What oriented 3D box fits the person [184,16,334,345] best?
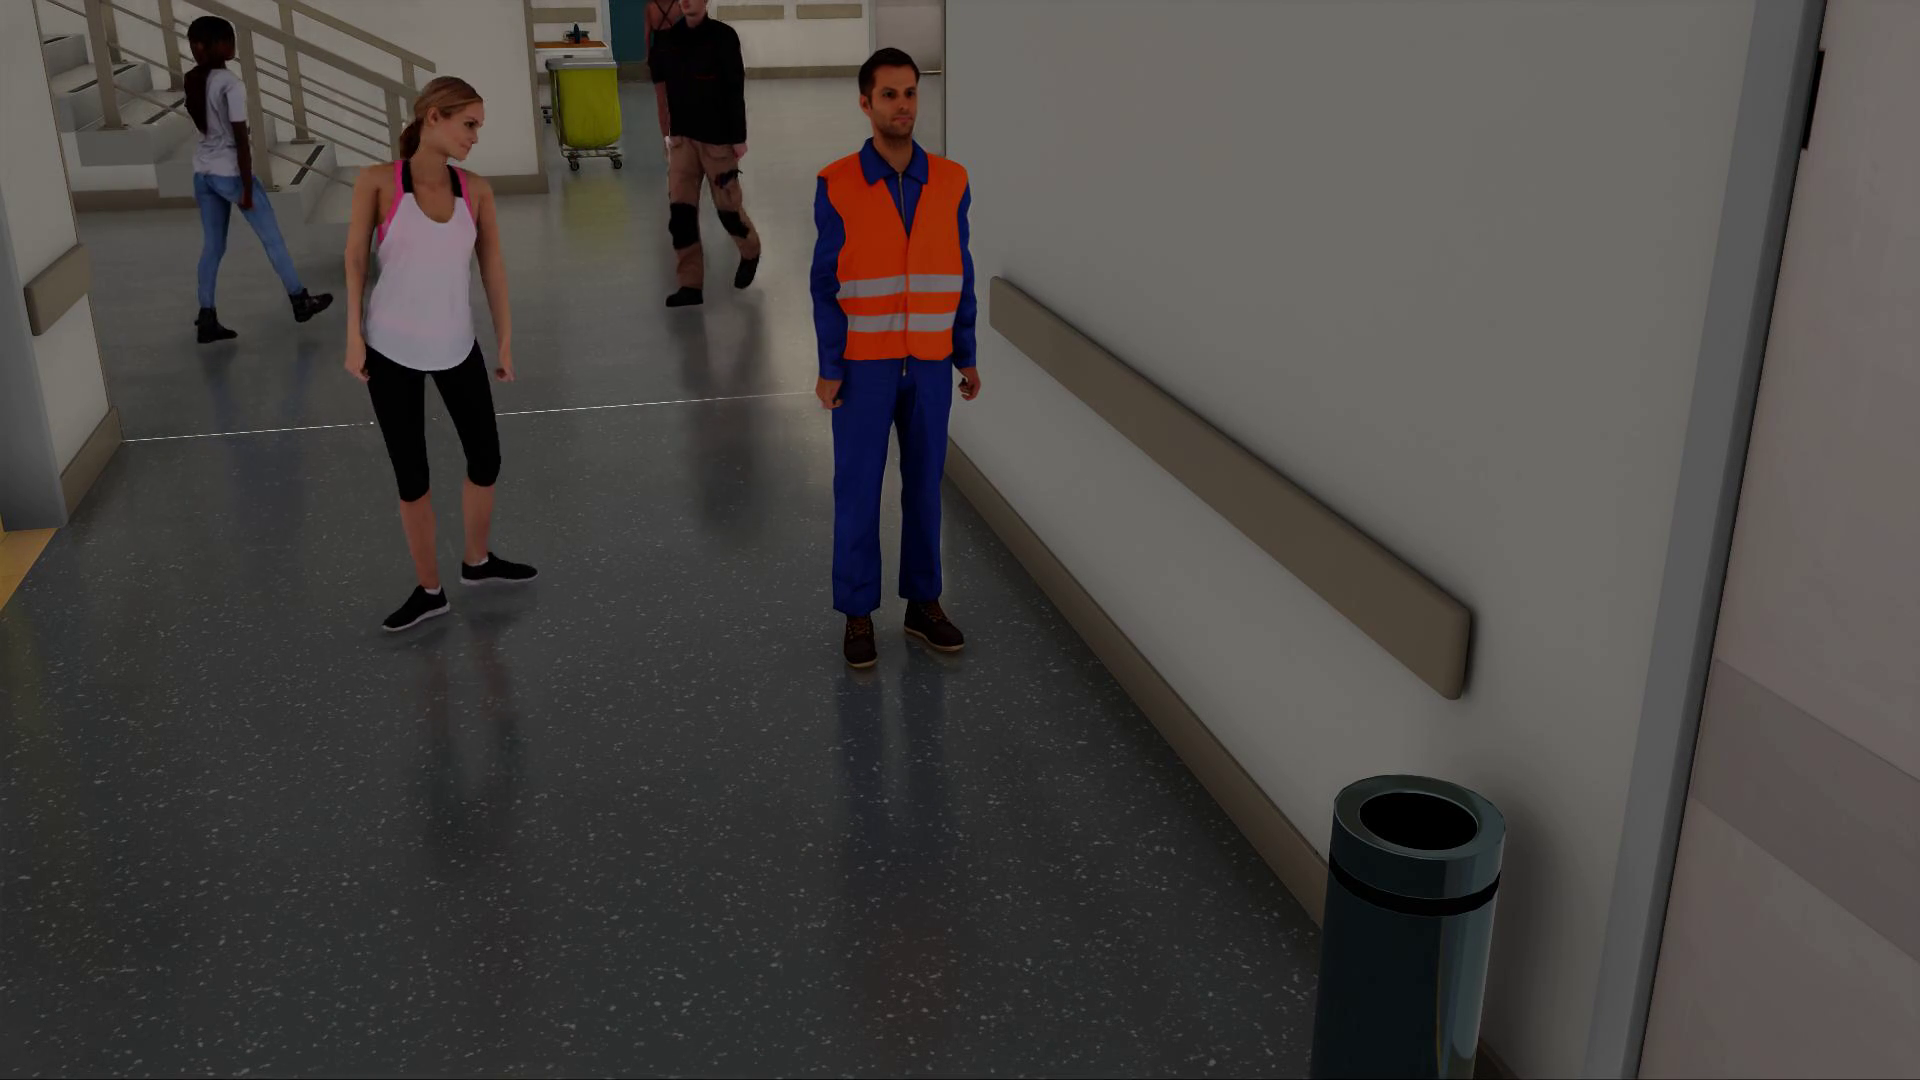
[{"bbox_3d":[-3.974,-1.877,8.867,1.082,1.683,1.112,10,23,25],"label":"person"}]

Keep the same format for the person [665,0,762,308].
[{"bbox_3d":[-1.452,-2.348,9.814,1.236,1.893,1.199,7,22,19],"label":"person"}]

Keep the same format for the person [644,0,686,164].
[{"bbox_3d":[-2.652,-4.259,15.077,1.053,1.740,0.684,-3,21,-9],"label":"person"}]

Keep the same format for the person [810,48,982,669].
[{"bbox_3d":[-0.201,-0.538,5.075,0.576,1.864,0.768,-8,22,-21],"label":"person"}]

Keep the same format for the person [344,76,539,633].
[{"bbox_3d":[-1.753,-0.568,5.316,0.622,1.751,0.823,-5,21,-13],"label":"person"}]
